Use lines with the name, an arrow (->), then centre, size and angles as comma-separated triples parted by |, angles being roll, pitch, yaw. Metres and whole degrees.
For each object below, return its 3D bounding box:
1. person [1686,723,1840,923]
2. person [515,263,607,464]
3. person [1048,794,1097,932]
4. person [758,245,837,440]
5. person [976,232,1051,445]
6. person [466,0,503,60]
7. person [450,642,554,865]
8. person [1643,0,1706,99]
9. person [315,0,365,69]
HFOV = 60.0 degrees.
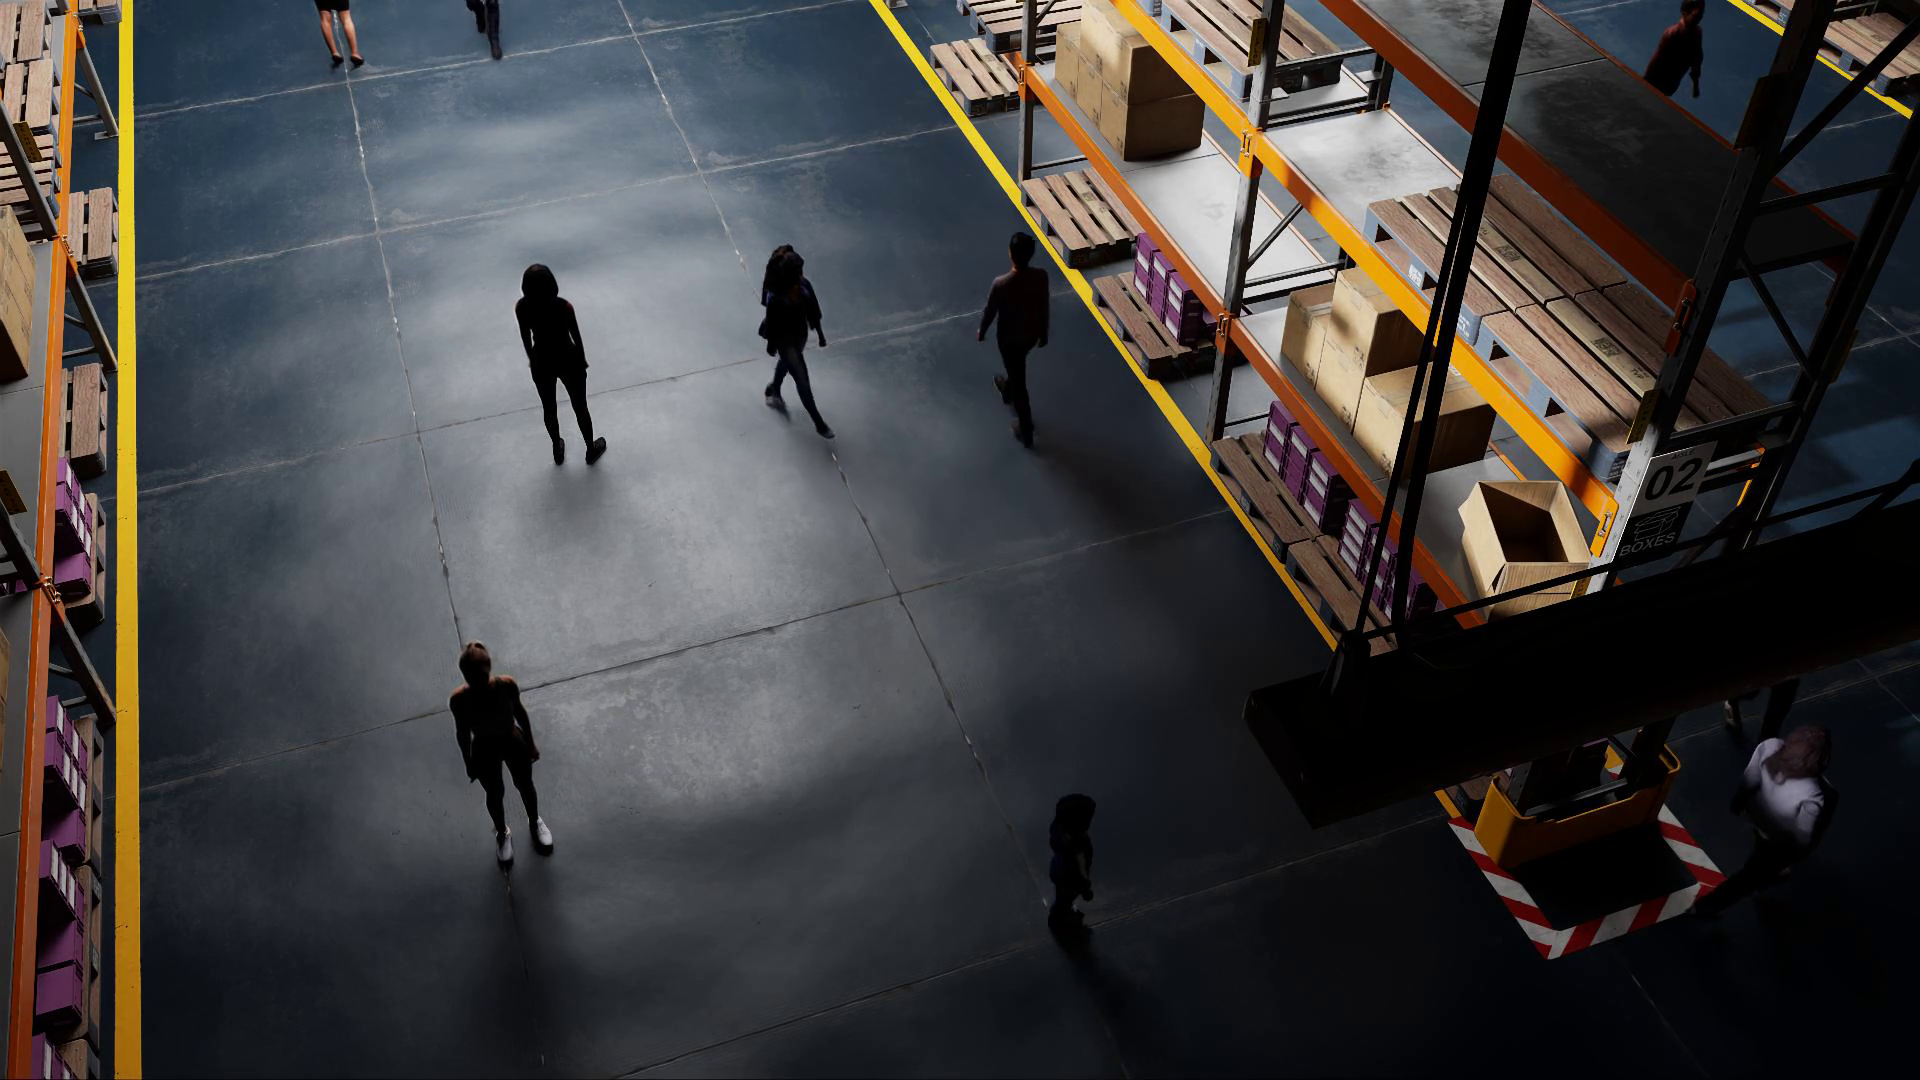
person -> 4.548, 1.621, 9.385 | 0.823, 1.566, 1.005 | -8, 44, -8
person -> -2.991, -1.304, 12.329 | 0.658, 1.741, 0.626 | 0, 44, 1
person -> 0.566, 1.846, 9.405 | 0.639, 1.213, 0.520 | 0, 44, 0
person -> -1.336, -1.562, 12.718 | 1.161, 1.578, 0.941 | 33, 53, 30
person -> 0.471, -1.470, 12.503 | 1.032, 1.740, 0.762 | -14, 45, -15
person -> -4.982, -5.973, 17.152 | 0.634, 1.848, 0.956 | -12, 45, -12
person -> -2.681, 1.227, 9.700 | 0.583, 1.702, 0.527 | -18, 46, -18
person -> 6.454, -4.258, 15.431 | 0.825, 1.739, 1.112 | -24, 49, -23
person -> -6.424, -5.611, 16.899 | 0.597, 1.674, 0.578 | -1, 44, -1
